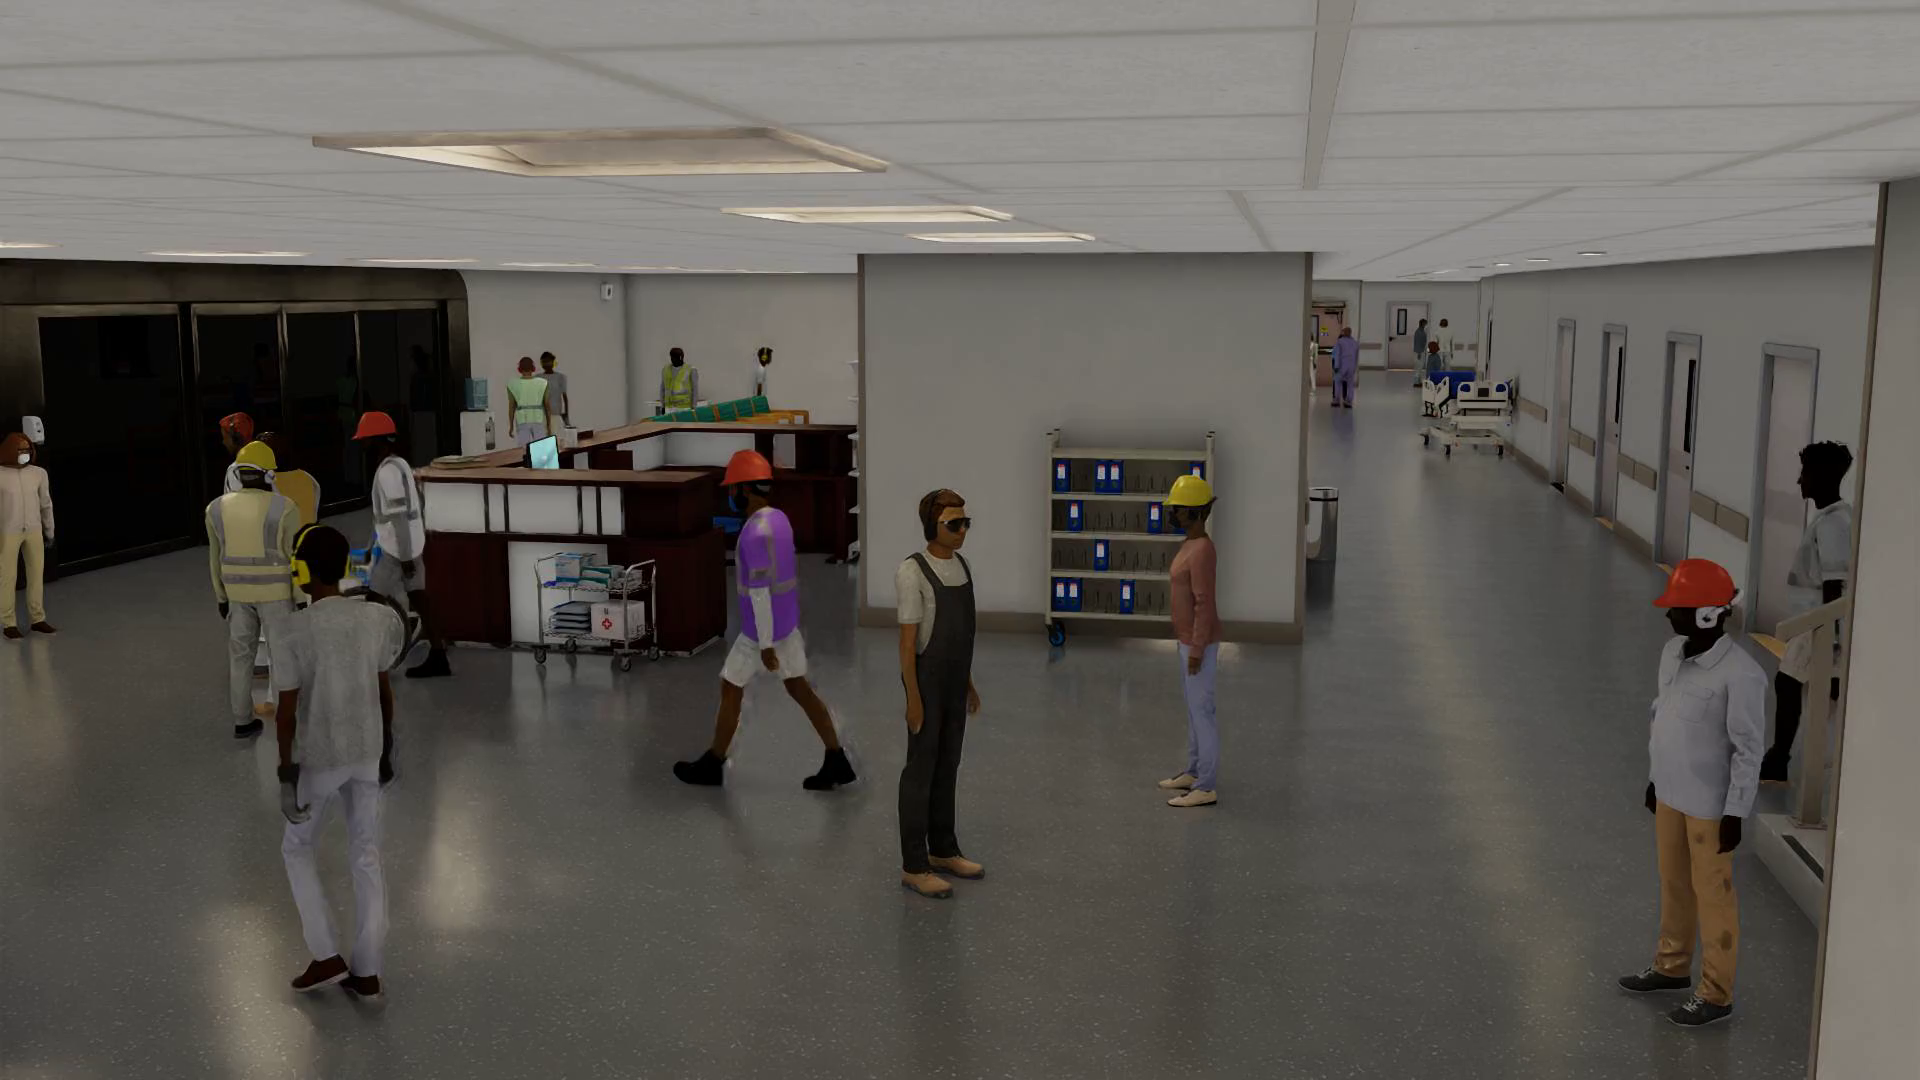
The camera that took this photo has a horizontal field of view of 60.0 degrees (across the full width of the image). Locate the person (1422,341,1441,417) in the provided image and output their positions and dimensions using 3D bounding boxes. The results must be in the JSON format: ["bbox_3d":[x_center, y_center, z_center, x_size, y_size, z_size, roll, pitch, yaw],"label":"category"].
[{"bbox_3d":[10.140,-3.446,35.696,0.268,1.632,0.506,-1,9,-10],"label":"person"}]

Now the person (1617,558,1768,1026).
[{"bbox_3d":[2.743,0.933,6.242,0.337,1.748,0.572,-1,9,-9],"label":"person"}]

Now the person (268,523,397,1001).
[{"bbox_3d":[-2.403,0.854,6.430,0.537,1.850,0.484,-8,12,-44],"label":"person"}]

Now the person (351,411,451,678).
[{"bbox_3d":[-4.043,0.055,11.579,0.922,1.894,0.573,-2,9,-10],"label":"person"}]

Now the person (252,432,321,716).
[{"bbox_3d":[-4.394,0.216,10.767,0.431,1.835,0.625,3,9,20],"label":"person"}]

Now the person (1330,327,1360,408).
[{"bbox_3d":[8.932,-4.010,38.679,0.682,1.866,0.865,-2,9,-15],"label":"person"}]

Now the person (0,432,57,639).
[{"bbox_3d":[-7.401,-0.038,13.122,0.285,1.627,0.504,6,10,33],"label":"person"}]

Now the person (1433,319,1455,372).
[{"bbox_3d":[13.470,-5.209,46.382,0.635,1.937,0.354,-1,9,-4],"label":"person"}]

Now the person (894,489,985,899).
[{"bbox_3d":[-0.088,0.682,7.590,0.344,1.847,0.504,6,10,33],"label":"person"}]

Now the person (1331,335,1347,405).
[{"bbox_3d":[9.059,-4.038,39.411,0.533,1.697,0.319,0,9,-2],"label":"person"}]

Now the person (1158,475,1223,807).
[{"bbox_3d":[1.227,0.534,8.848,0.327,1.769,0.525,0,9,2],"label":"person"}]

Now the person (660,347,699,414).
[{"bbox_3d":[-4.415,-2.100,26.079,0.634,1.841,0.429,2,9,15],"label":"person"}]

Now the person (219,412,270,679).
[{"bbox_3d":[-5.005,0.041,11.716,0.356,1.887,0.572,-1,9,-3],"label":"person"}]

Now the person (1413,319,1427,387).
[{"bbox_3d":[12.921,-5.245,46.676,0.384,1.928,0.636,4,9,24],"label":"person"}]

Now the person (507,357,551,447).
[{"bbox_3d":[-5.792,-1.543,22.392,0.564,1.838,0.388,-3,9,-19],"label":"person"}]

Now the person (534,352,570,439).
[{"bbox_3d":[-5.913,-1.771,23.867,0.557,1.859,0.566,1,9,8],"label":"person"}]

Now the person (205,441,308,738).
[{"bbox_3d":[-4.252,0.312,10.141,0.595,1.823,0.403,1,9,5],"label":"person"}]

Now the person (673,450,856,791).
[{"bbox_3d":[-1.043,0.450,9.078,1.035,1.882,0.532,3,9,19],"label":"person"}]
